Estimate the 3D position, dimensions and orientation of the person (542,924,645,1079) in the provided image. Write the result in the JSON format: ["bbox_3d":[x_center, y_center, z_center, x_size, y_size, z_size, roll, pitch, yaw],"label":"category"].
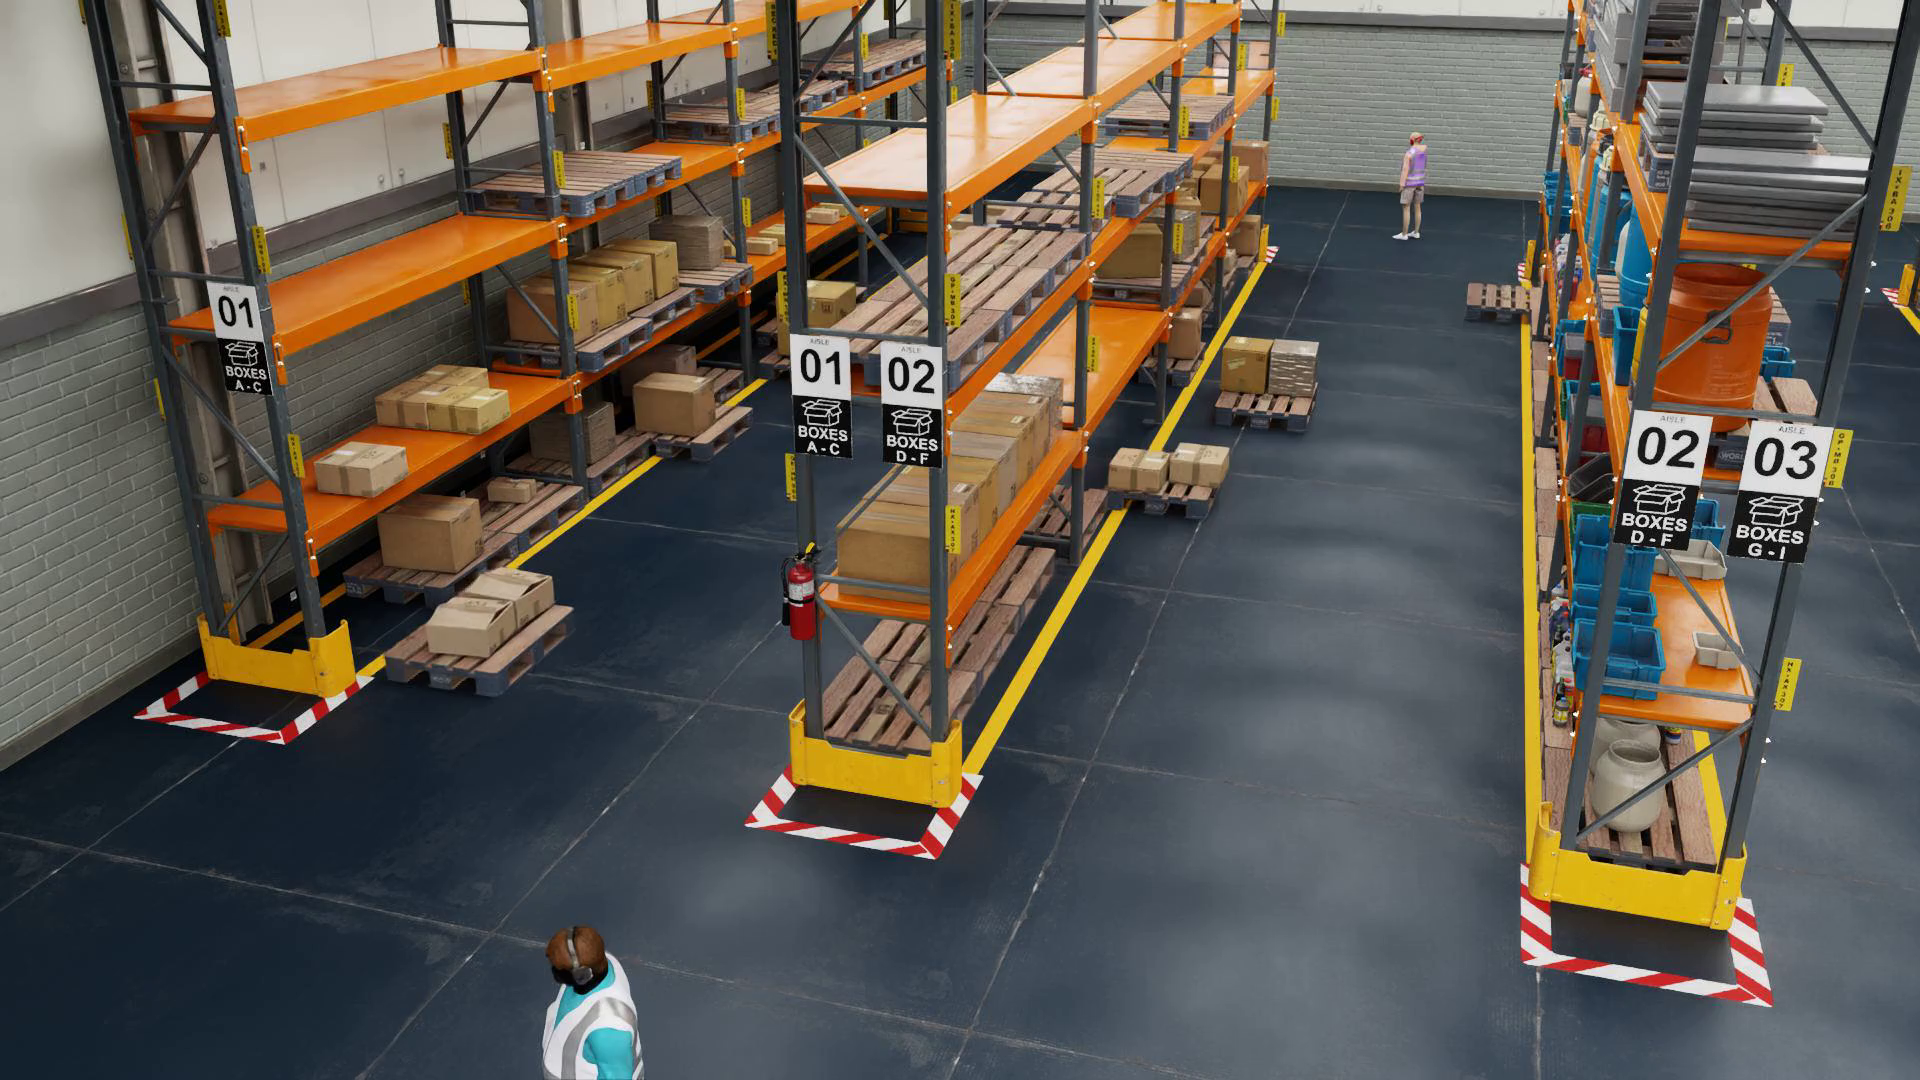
[{"bbox_3d":[-1.622,2.490,7.424,0.430,1.837,0.620,-8,25,-19],"label":"person"}]

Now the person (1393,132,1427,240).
[{"bbox_3d":[7.176,-5.612,26.397,0.489,1.688,0.352,-14,27,-29],"label":"person"}]
